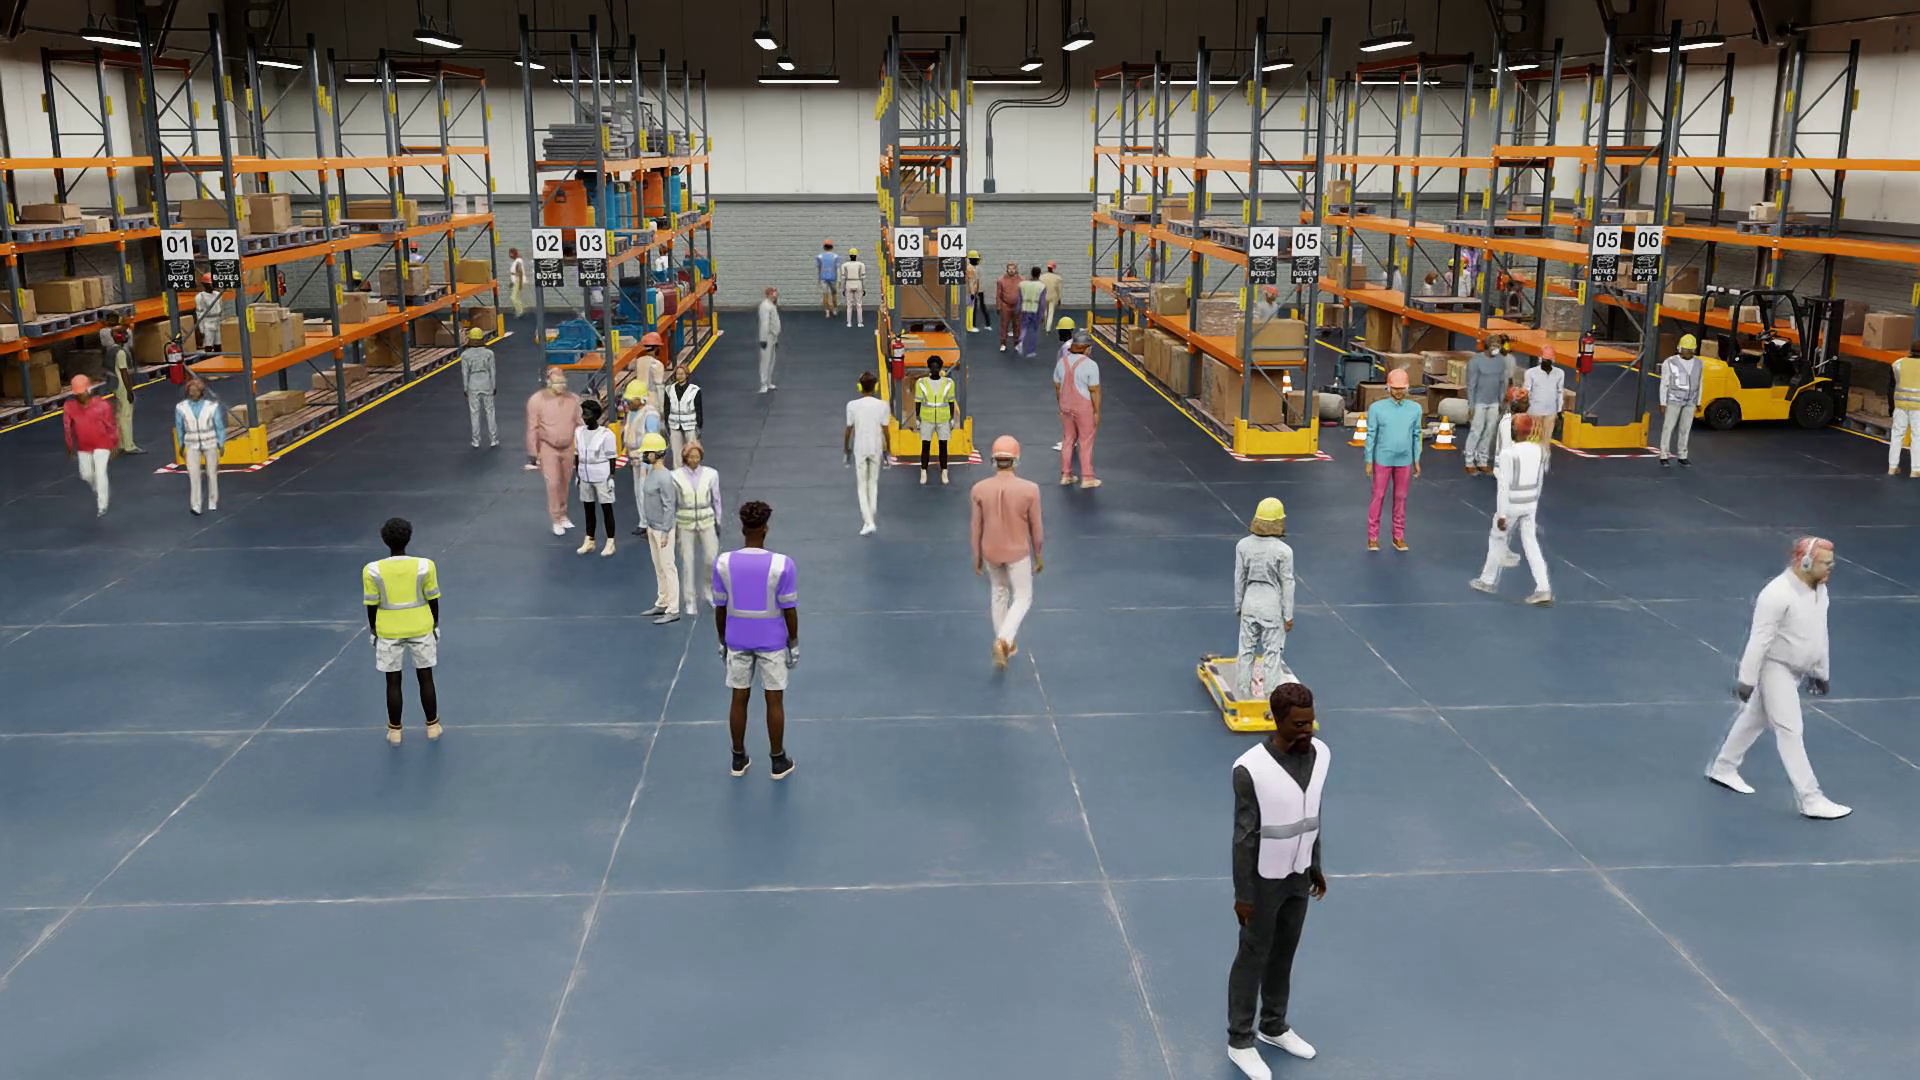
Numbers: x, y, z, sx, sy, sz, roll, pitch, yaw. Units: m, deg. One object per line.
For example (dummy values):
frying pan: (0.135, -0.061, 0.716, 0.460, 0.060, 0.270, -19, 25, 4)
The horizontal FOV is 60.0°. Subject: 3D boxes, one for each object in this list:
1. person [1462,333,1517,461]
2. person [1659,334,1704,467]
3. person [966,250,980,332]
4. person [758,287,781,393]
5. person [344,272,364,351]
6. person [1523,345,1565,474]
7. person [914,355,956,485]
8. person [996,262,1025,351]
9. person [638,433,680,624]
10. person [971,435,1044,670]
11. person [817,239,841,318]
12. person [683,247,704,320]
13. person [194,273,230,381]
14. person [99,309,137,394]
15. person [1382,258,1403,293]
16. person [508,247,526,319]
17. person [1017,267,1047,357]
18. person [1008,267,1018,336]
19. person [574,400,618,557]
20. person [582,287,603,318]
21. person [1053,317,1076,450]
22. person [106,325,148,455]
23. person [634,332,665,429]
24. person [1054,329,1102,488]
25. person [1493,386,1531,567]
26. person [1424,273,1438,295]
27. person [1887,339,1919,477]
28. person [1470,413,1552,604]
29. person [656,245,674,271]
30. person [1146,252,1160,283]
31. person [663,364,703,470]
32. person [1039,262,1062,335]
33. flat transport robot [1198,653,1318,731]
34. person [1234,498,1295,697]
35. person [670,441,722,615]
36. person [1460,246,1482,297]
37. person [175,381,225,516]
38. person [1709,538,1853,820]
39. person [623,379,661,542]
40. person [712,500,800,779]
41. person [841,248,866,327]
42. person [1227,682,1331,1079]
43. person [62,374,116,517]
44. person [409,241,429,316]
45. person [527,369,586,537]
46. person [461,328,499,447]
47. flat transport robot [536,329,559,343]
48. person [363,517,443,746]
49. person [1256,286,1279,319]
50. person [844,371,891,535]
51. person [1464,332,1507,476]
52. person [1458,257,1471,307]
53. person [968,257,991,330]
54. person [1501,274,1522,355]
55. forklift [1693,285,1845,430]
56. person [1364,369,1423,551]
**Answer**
person: (7.477, -1.972, 23.115, 0.938, 1.811, 0.599, -3, 14, -13)
person: (9.891, -1.905, 22.789, 0.603, 1.828, 0.404, -1, 13, -3)
person: (0.293, -5.922, 39.599, 0.367, 1.927, 0.590, 0, 13, -2)
person: (-3.422, -3.592, 29.864, 0.398, 1.875, 0.781, 0, 13, 1)
person: (-12.998, -4.934, 35.917, 0.479, 1.687, 0.934, -11, 17, -38)
person: (7.811, -1.745, 22.279, 0.575, 1.747, 0.336, -1, 13, -3)
person: (-0.323, -1.559, 21.602, 0.542, 1.697, 0.316, -1, 13, -3)
person: (1.108, -5.016, 35.804, 0.654, 1.906, 0.407, -1, 13, -3)
person: (-2.784, -0.112, 15.332, 0.316, 1.769, 0.525, -7, 15, -28)
person: (0.375, 0.111, 13.931, 0.623, 1.976, 0.755, 5, 14, 21)
person: (-3.384, -6.768, 43.027, 0.620, 1.995, 0.980, 0, 13, 0)
person: (-6.507, -6.074, 40.161, 0.728, 1.967, 0.614, -3, 14, -12)
person: (-14.030, -3.996, 31.232, 0.427, 2.035, 0.602, 5, 14, 19)
person: (-13.394, -2.784, 26.520, 0.532, 1.837, 0.651, -2, 13, -9)
person: (10.296, -5.826, 39.567, 0.525, 1.752, 0.454, -8, 15, -30)
person: (-11.346, -6.545, 42.438, 0.496, 1.826, 0.614, -7, 15, -26)
person: (1.483, -4.750, 34.716, 0.649, 1.885, 0.575, 6, 15, 23)
person: (1.239, -5.562, 38.694, 0.307, 1.638, 0.511, -2, 13, -7)
person: (-3.903, -0.665, 17.819, 0.535, 1.697, 0.322, 6, 15, 24)
person: (-8.994, -6.191, 40.970, 0.737, 1.821, 0.632, -8, 16, -32)
person: (1.540, -2.266, 24.108, 0.368, 1.925, 0.594, 3, 14, 14)
person: (-11.963, -2.141, 23.751, 0.390, 1.848, 0.563, -11, 17, -38)
person: (-4.091, -1.810, 22.197, 0.543, 1.927, 0.407, 11, 17, 38)
person: (1.578, -1.710, 21.513, 0.687, 2.000, 0.535, 13, 18, 43)
person: (5.777, -0.671, 17.447, 0.343, 1.882, 0.585, 6, 14, 23)
person: (10.382, -5.130, 36.909, 0.350, 1.614, 0.579, 4, 14, 16)
person: (12.693, -1.762, 22.161, 0.430, 1.845, 0.624, -10, 16, -36)
person: (5.408, -0.314, 16.045, 0.593, 1.841, 0.992, -6, 15, -24)
person: (-7.530, -6.574, 42.456, 0.358, 1.883, 0.572, 10, 17, 36)
person: (5.137, -6.786, 43.932, 0.516, 1.615, 0.688, 11, 17, 38)
person: (-3.513, -1.419, 21.128, 0.521, 1.645, 0.306, 3, 14, 12)
person: (2.114, -5.696, 39.142, 0.568, 1.696, 0.911, 3, 14, 13)
flat transport robot: (2.319, 1.178, 13.069, 0.652, 0.197, 1.431, -1, 13, -2)
person: (2.322, 0.533, 12.647, 0.493, 1.743, 0.295, 11, 17, 38)
person: (-2.495, -0.124, 15.664, 0.523, 1.638, 0.338, -4, 14, -16)
person: (13.436, -6.981, 43.840, 0.616, 2.040, 0.381, -1, 13, -3)
person: (-9.037, -1.086, 19.797, 0.530, 1.596, 0.840, -4, 14, -18)
person: (5.475, 0.880, 10.954, 0.654, 1.846, 1.010, -11, 17, -38)
person: (-3.534, -0.893, 18.529, 0.419, 1.821, 0.605, -9, 16, -33)
person: (-1.407, 0.691, 11.522, 0.606, 1.957, 0.367, 2, 13, 10)
person: (-2.587, -6.144, 40.537, 0.587, 1.928, 0.363, 0, 13, -1)
person: (1.496, 1.575, 7.858, 0.590, 1.917, 0.386, -10, 17, -37)
person: (-10.347, -1.146, 19.824, 0.570, 1.720, 0.580, -2, 14, -10)
person: (-14.179, -6.820, 43.379, 0.552, 1.936, 0.362, 2, 13, 9)
person: (-4.521, -1.009, 18.886, 0.682, 1.869, 0.769, -10, 16, -35)
person: (-7.044, -2.242, 24.402, 0.483, 1.745, 0.299, -4, 14, -17)
flat transport robot: (-9.295, -4.644, 37.733, 0.652, 0.197, 1.431, -3, 14, -13)
person: (-4.062, 0.669, 12.173, 0.538, 1.696, 0.317, -5, 14, -20)
person: (5.855, -4.012, 31.991, 0.665, 1.706, 0.377, -10, 17, -37)
person: (-1.046, -0.973, 18.790, 0.533, 1.857, 0.529, -1, 13, -5)
person: (7.008, -1.815, 22.212, 0.633, 1.929, 0.380, -6, 15, -24)
person: (12.048, -5.914, 39.938, 0.329, 1.751, 0.570, -8, 16, -31)
person: (0.437, -5.922, 39.855, 0.668, 1.829, 0.523, 4, 14, 16)
person: (10.312, -3.961, 31.166, 0.394, 1.997, 0.715, 2, 13, 8)
forklift: (12.503, -2.886, 26.166, 2.313, 2.155, 1.214, -1, 13, -3)
person: (4.694, -0.863, 18.020, 0.625, 1.992, 0.389, -1, 13, -3)
